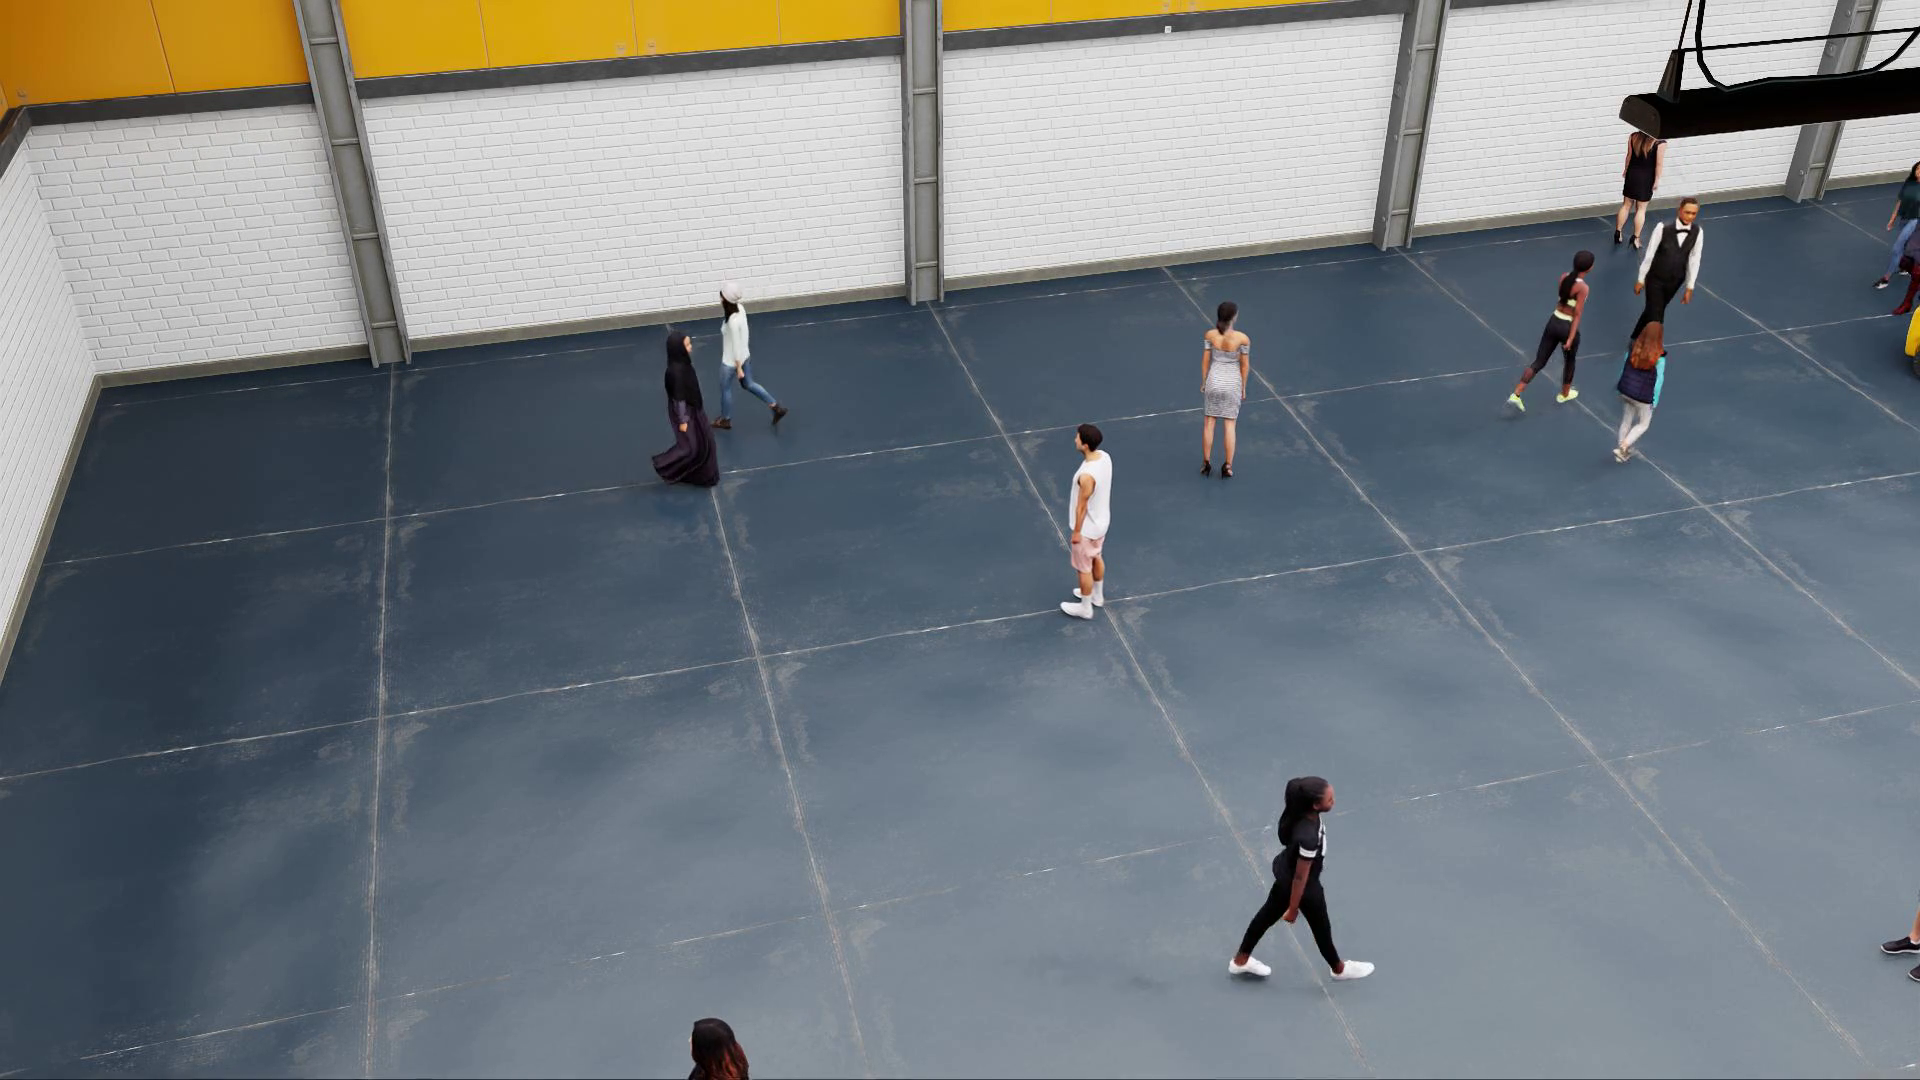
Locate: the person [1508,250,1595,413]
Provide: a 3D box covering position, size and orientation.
[{"bbox_3d":[5.980,-2.062,16.770,1.228,1.709,0.784,-19,38,-26],"label":"person"}]

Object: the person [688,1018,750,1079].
[{"bbox_3d":[-1.227,3.172,8.968,0.680,1.629,0.702,-2,34,-2],"label":"person"}]

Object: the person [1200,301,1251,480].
[{"bbox_3d":[2.475,-1.403,15.677,0.636,1.822,0.732,11,35,16],"label":"person"}]

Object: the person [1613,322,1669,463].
[{"bbox_3d":[6.472,-1.389,15.948,0.732,1.498,0.683,-22,40,-30],"label":"person"}]

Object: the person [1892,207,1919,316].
[{"bbox_3d":[10.925,-3.338,18.701,0.770,1.697,0.609,-7,34,-10],"label":"person"}]

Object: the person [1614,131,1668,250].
[{"bbox_3d":[8.296,-4.393,20.273,0.738,1.714,0.736,-24,40,-31],"label":"person"}]

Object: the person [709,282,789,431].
[{"bbox_3d":[-2.131,-1.802,16.458,1.126,1.621,0.825,4,34,5],"label":"person"}]

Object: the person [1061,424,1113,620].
[{"bbox_3d":[1.088,-0.151,13.828,0.760,1.784,0.718,14,36,20],"label":"person"}]

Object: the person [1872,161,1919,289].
[{"bbox_3d":[11.121,-3.698,19.360,1.022,1.568,0.621,-6,34,-10],"label":"person"}]

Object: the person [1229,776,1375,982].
[{"bbox_3d":[2.037,2.162,10.440,1.221,1.682,0.856,1,34,1],"label":"person"}]

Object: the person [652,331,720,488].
[{"bbox_3d":[-2.632,-1.202,15.573,0.948,1.602,0.790,4,34,6],"label":"person"}]

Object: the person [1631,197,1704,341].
[{"bbox_3d":[7.486,-2.787,17.726,1.308,1.859,1.045,2,34,4],"label":"person"}]
